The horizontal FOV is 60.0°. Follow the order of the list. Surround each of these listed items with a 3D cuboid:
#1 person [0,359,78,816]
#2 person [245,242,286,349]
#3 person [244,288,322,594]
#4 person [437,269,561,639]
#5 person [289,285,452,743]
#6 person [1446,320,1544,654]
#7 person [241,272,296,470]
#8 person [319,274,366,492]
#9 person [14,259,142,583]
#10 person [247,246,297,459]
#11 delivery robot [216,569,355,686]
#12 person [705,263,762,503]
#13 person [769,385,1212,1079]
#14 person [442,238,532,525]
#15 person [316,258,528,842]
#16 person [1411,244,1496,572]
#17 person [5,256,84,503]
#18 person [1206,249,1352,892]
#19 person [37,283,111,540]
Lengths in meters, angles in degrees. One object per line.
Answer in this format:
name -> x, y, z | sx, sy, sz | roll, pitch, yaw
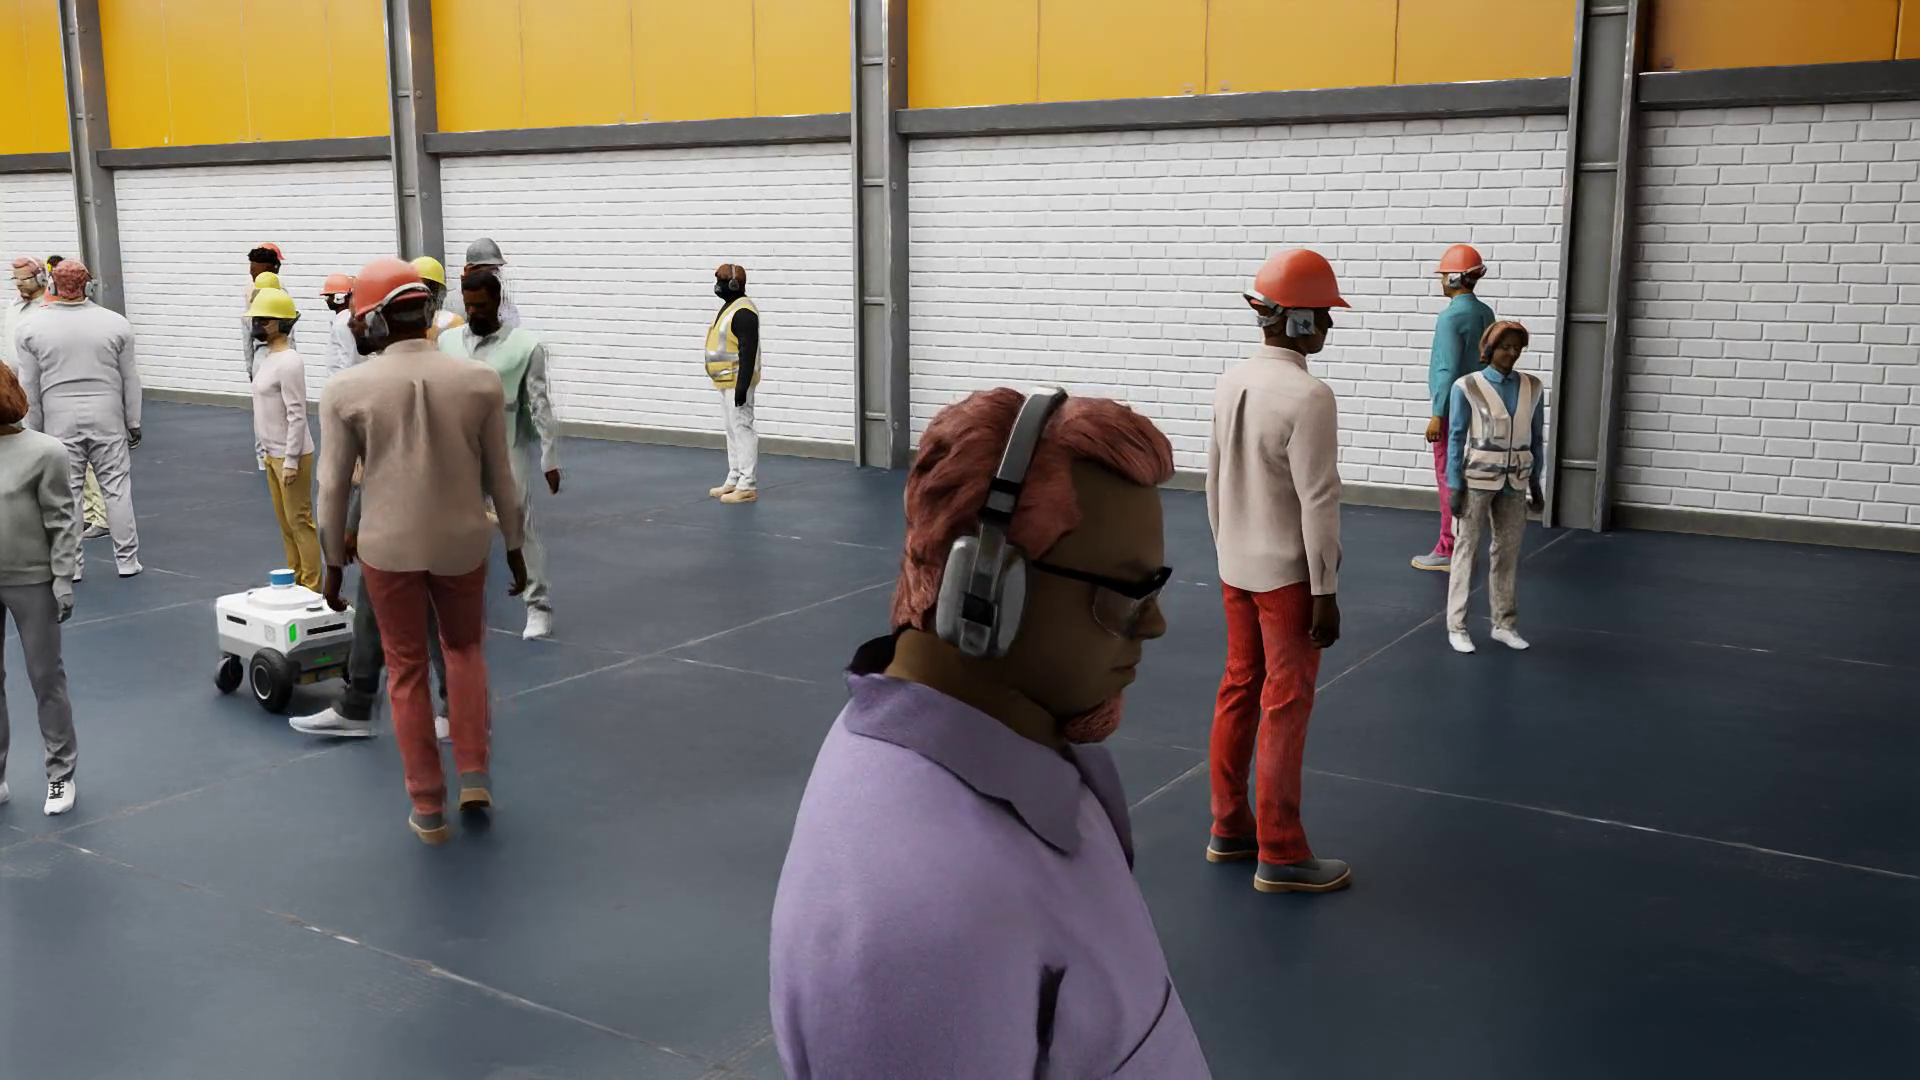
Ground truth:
person -> -3.356, 0.167, 5.836 | 0.499, 1.633, 0.286 | -1, 10, -8
person -> -7.063, -2.047, 17.097 | 0.623, 1.993, 0.385 | 6, 12, 32
person -> -3.626, -0.456, 8.911 | 0.299, 1.772, 0.523 | -7, 13, -35
person -> -2.428, -0.452, 8.629 | 0.782, 1.876, 0.544 | 3, 11, 18
person -> -2.327, -0.094, 6.562 | 0.816, 1.892, 0.612 | -3, 11, -15
person -> 2.628, -0.261, 8.194 | 0.516, 1.640, 0.308 | -3, 11, -14
person -> -6.059, -1.484, 14.675 | 0.484, 1.744, 0.296 | 2, 10, 9
person -> -4.958, -1.263, 13.420 | 0.329, 1.750, 0.573 | -2, 11, -13
person -> -5.205, -0.700, 9.881 | 0.641, 1.908, 0.407 | -6, 12, -30
person -> -6.208, -1.666, 15.068 | 0.367, 1.964, 0.609 | -7, 13, -36
delivery robot -> -3.005, 0.374, 7.417 | 0.707, 0.478, 0.477 | 8, 13, 40
person -> -1.758, -1.213, 12.905 | 0.429, 1.845, 0.621 | -4, 11, -20
person -> 0.046, 0.811, 1.529 | 0.406, 1.902, 0.636 | 0, 10, -1
person -> -3.344, -1.140, 11.948 | 0.536, 2.000, 0.676 | 4, 11, 21
person -> -1.817, 0.037, 5.649 | 0.683, 1.957, 0.485 | -5, 11, -27
person -> 3.043, -0.805, 10.213 | 0.384, 1.993, 0.622 | 9, 13, 40
person -> -6.788, -1.129, 12.274 | 0.636, 1.904, 0.405 | 4, 11, 20
person -> 1.004, 0.098, 5.216 | 0.386, 1.992, 0.625 | -4, 11, -21
person -> -6.005, -0.879, 11.297 | 0.342, 1.749, 0.573 | -9, 13, -40
